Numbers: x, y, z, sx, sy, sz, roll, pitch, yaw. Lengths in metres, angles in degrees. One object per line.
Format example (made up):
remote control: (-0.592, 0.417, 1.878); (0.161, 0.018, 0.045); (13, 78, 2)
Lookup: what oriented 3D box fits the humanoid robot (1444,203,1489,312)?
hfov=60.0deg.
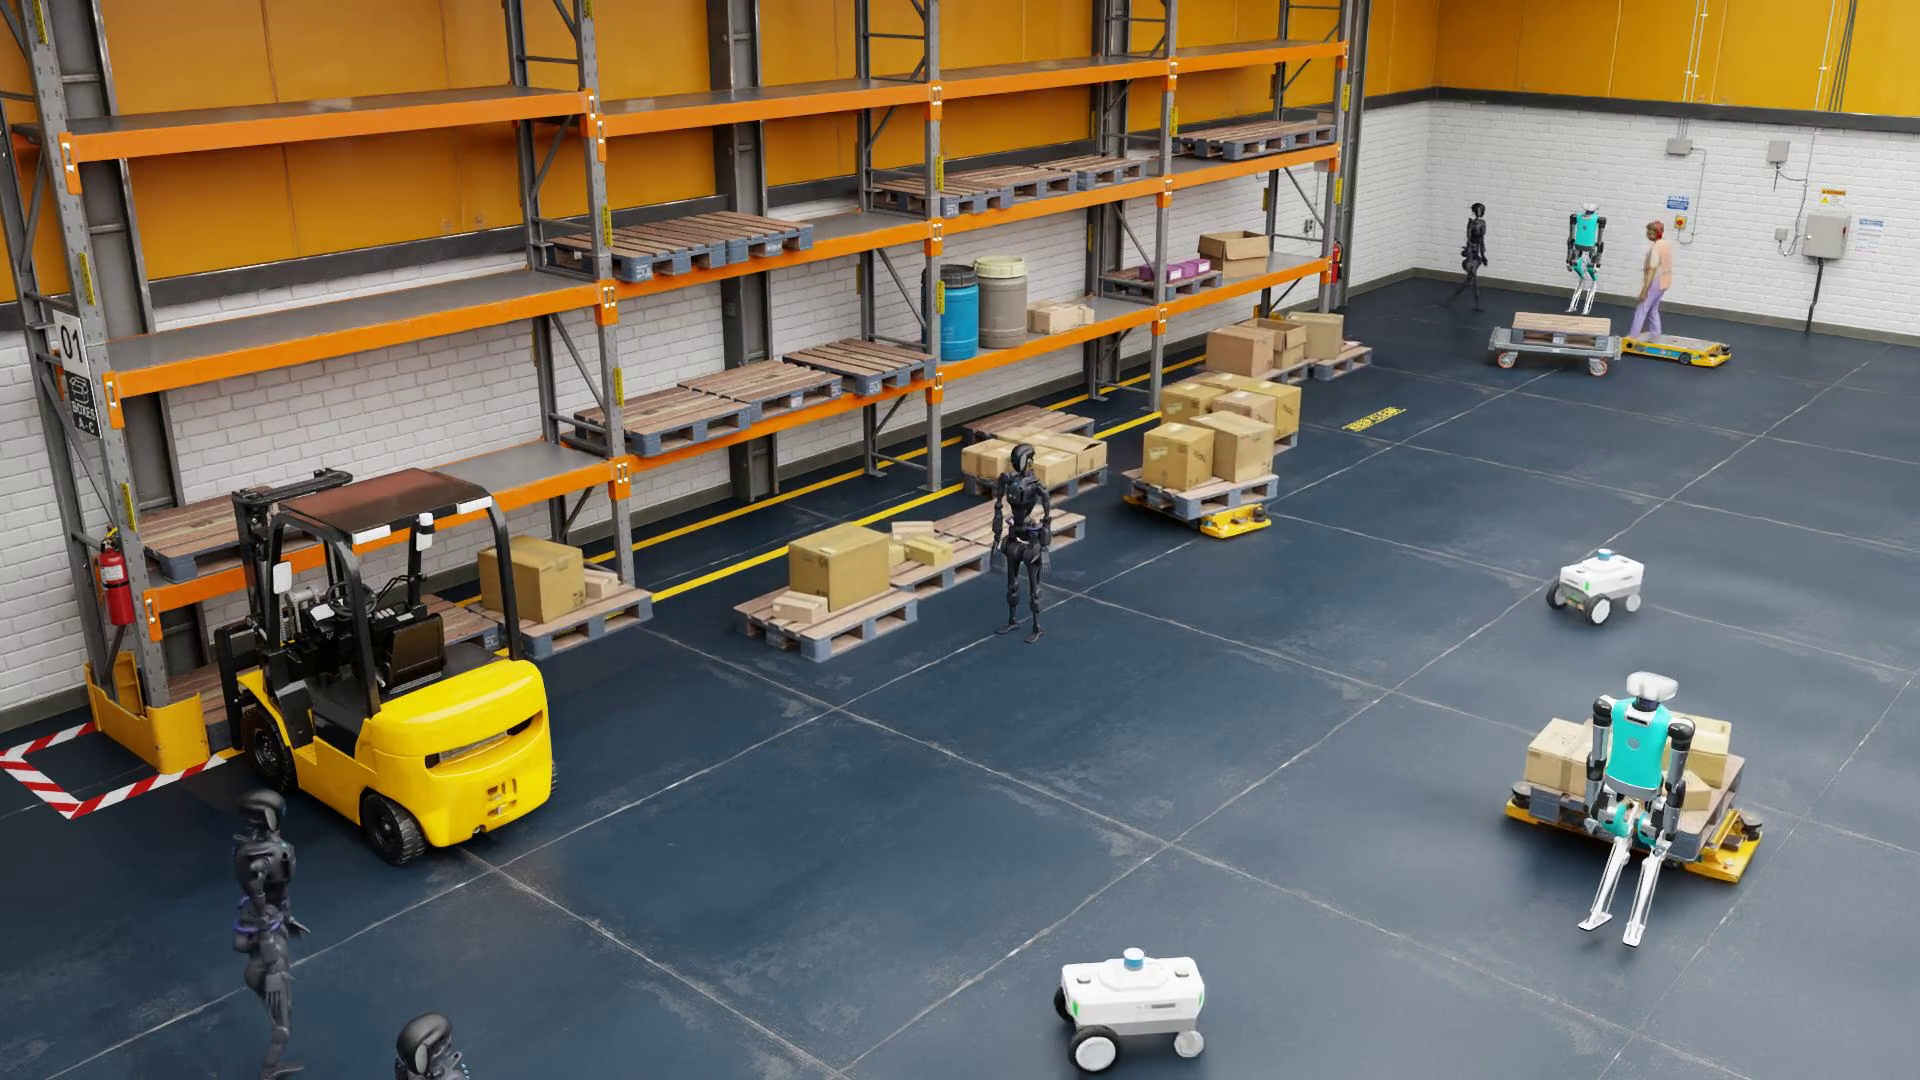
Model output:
humanoid robot: (7.753, -4.296, 25.247); (0.762, 1.653, 0.589); (16, 26, 37)

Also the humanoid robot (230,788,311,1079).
humanoid robot: (-3.428, 1.979, 8.178); (0.399, 1.640, 0.614); (-6, 21, -15)

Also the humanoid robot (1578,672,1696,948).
humanoid robot: (3.828, 1.447, 9.317); (0.533, 1.677, 0.735); (17, 26, 38)

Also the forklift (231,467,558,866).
forklift: (-3.730, 0.710, 10.856); (2.313, 2.155, 1.214); (17, 26, 38)

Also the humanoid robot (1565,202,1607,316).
humanoid robot: (9.290, -4.177, 24.560); (0.533, 1.675, 0.735); (17, 26, 38)

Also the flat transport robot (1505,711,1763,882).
flat transport robot: (4.343, 1.780, 10.728); (1.431, 0.231, 0.659); (14, 25, 34)

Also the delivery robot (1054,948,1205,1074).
delivery robot: (0.875, 2.406, 8.634); (0.809, 0.606, 0.499); (-2, 20, -6)

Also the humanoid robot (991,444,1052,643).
humanoid robot: (0.515, 0.018, 13.449); (0.599, 1.657, 0.315); (17, 26, 38)

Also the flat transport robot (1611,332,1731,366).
flat transport robot: (9.639, -2.604, 22.606); (1.431, 0.231, 0.659); (17, 26, 38)

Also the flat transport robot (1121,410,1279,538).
flat transport robot: (2.348, -0.347, 16.491); (0.659, 0.231, 1.431); (-14, 24, -33)

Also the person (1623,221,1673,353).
person: (9.374, -3.451, 22.685); (0.609, 1.809, 0.588); (13, 24, 31)

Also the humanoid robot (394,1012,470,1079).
humanoid robot: (-2.005, 2.567, 6.542); (0.599, 1.656, 0.315); (17, 26, 38)

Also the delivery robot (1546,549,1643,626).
delivery robot: (5.423, 0.379, 14.122); (0.798, 0.601, 0.499); (-10, 23, -26)
